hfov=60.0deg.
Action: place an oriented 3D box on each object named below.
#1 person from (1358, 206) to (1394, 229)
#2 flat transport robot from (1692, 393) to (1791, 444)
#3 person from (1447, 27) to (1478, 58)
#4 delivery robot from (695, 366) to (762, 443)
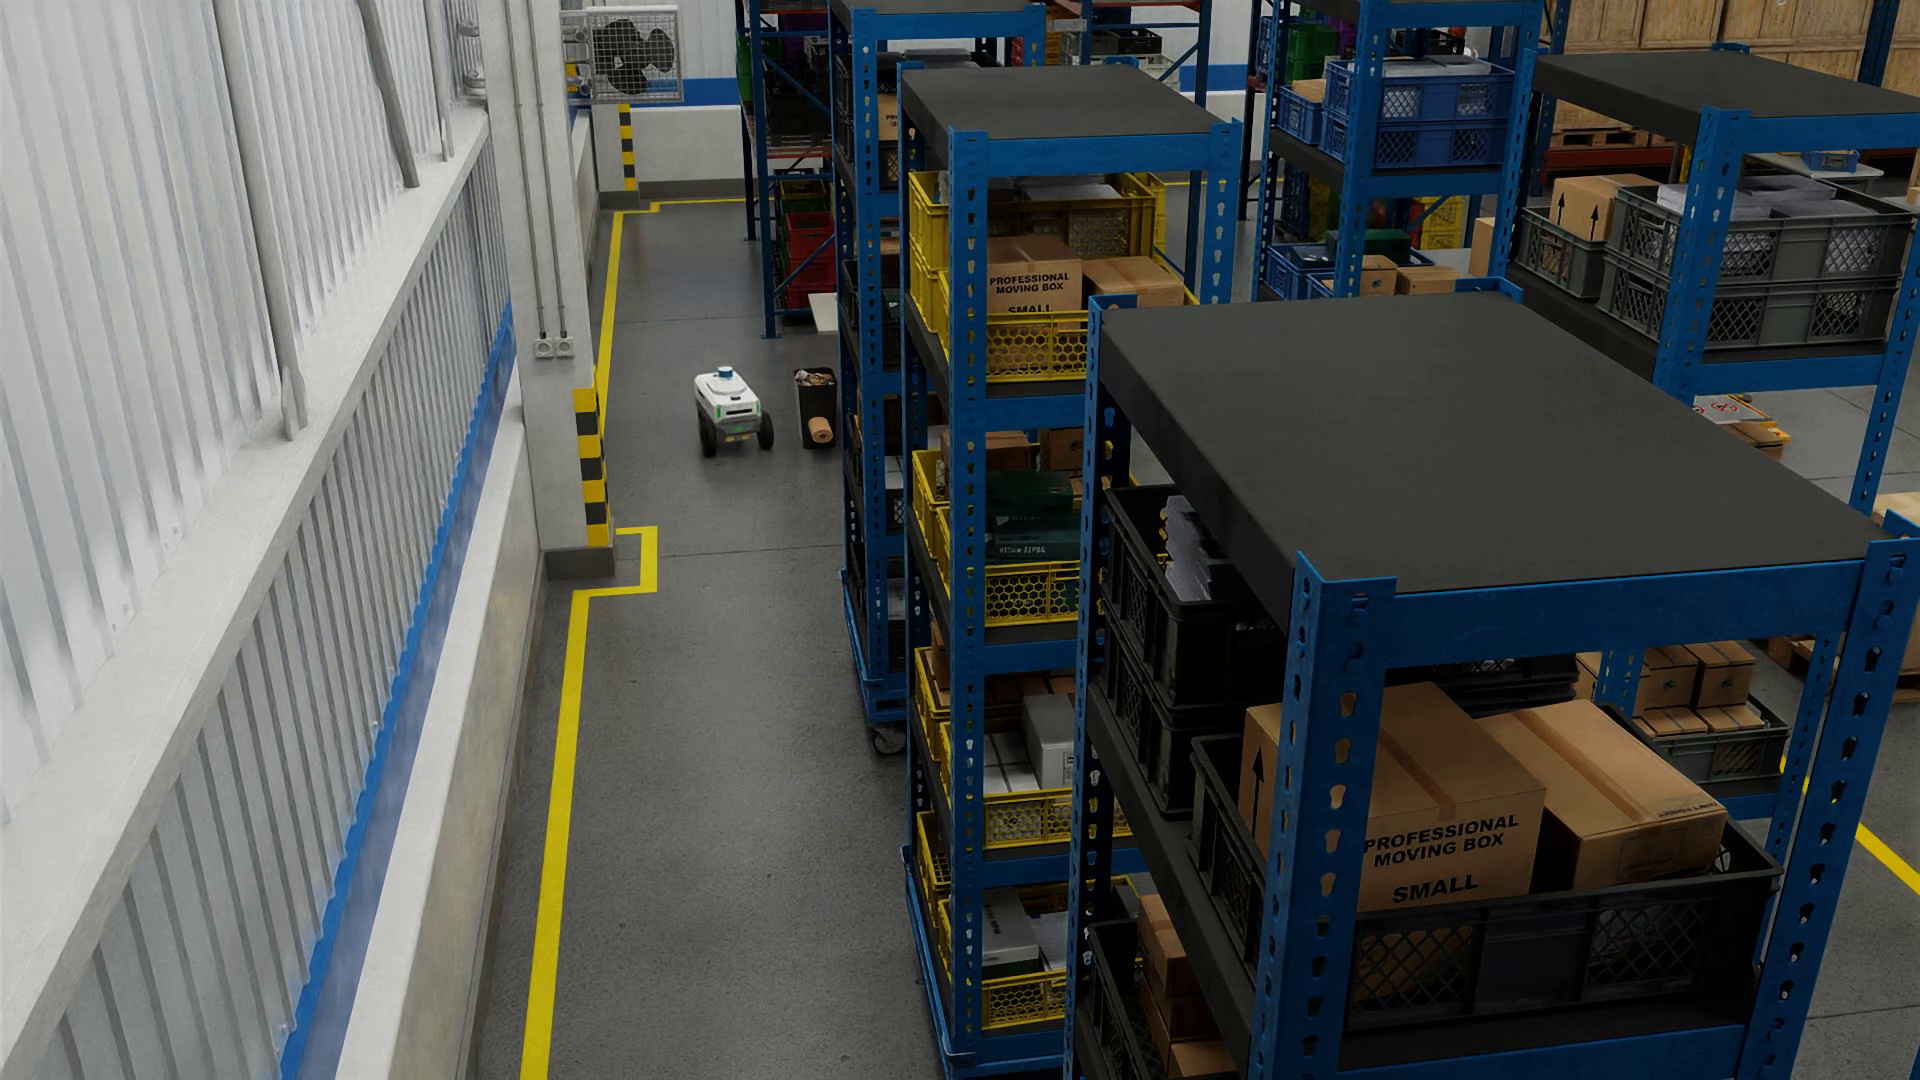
[{"bbox_3d":[2.830,-1.444,11.598,0.963,1.797,0.620,15,29,29],"label":"person"},{"bbox_3d":[5.224,-0.859,12.132,1.431,0.197,0.652,-4,25,-8],"label":"flat transport robot"},{"bbox_3d":[5.695,-5.078,19.388,0.578,1.884,0.353,-9,26,-19],"label":"person"},{"bbox_3d":[-1.682,-1.012,12.021,0.477,0.478,0.707,-9,26,-19],"label":"delivery robot"}]
